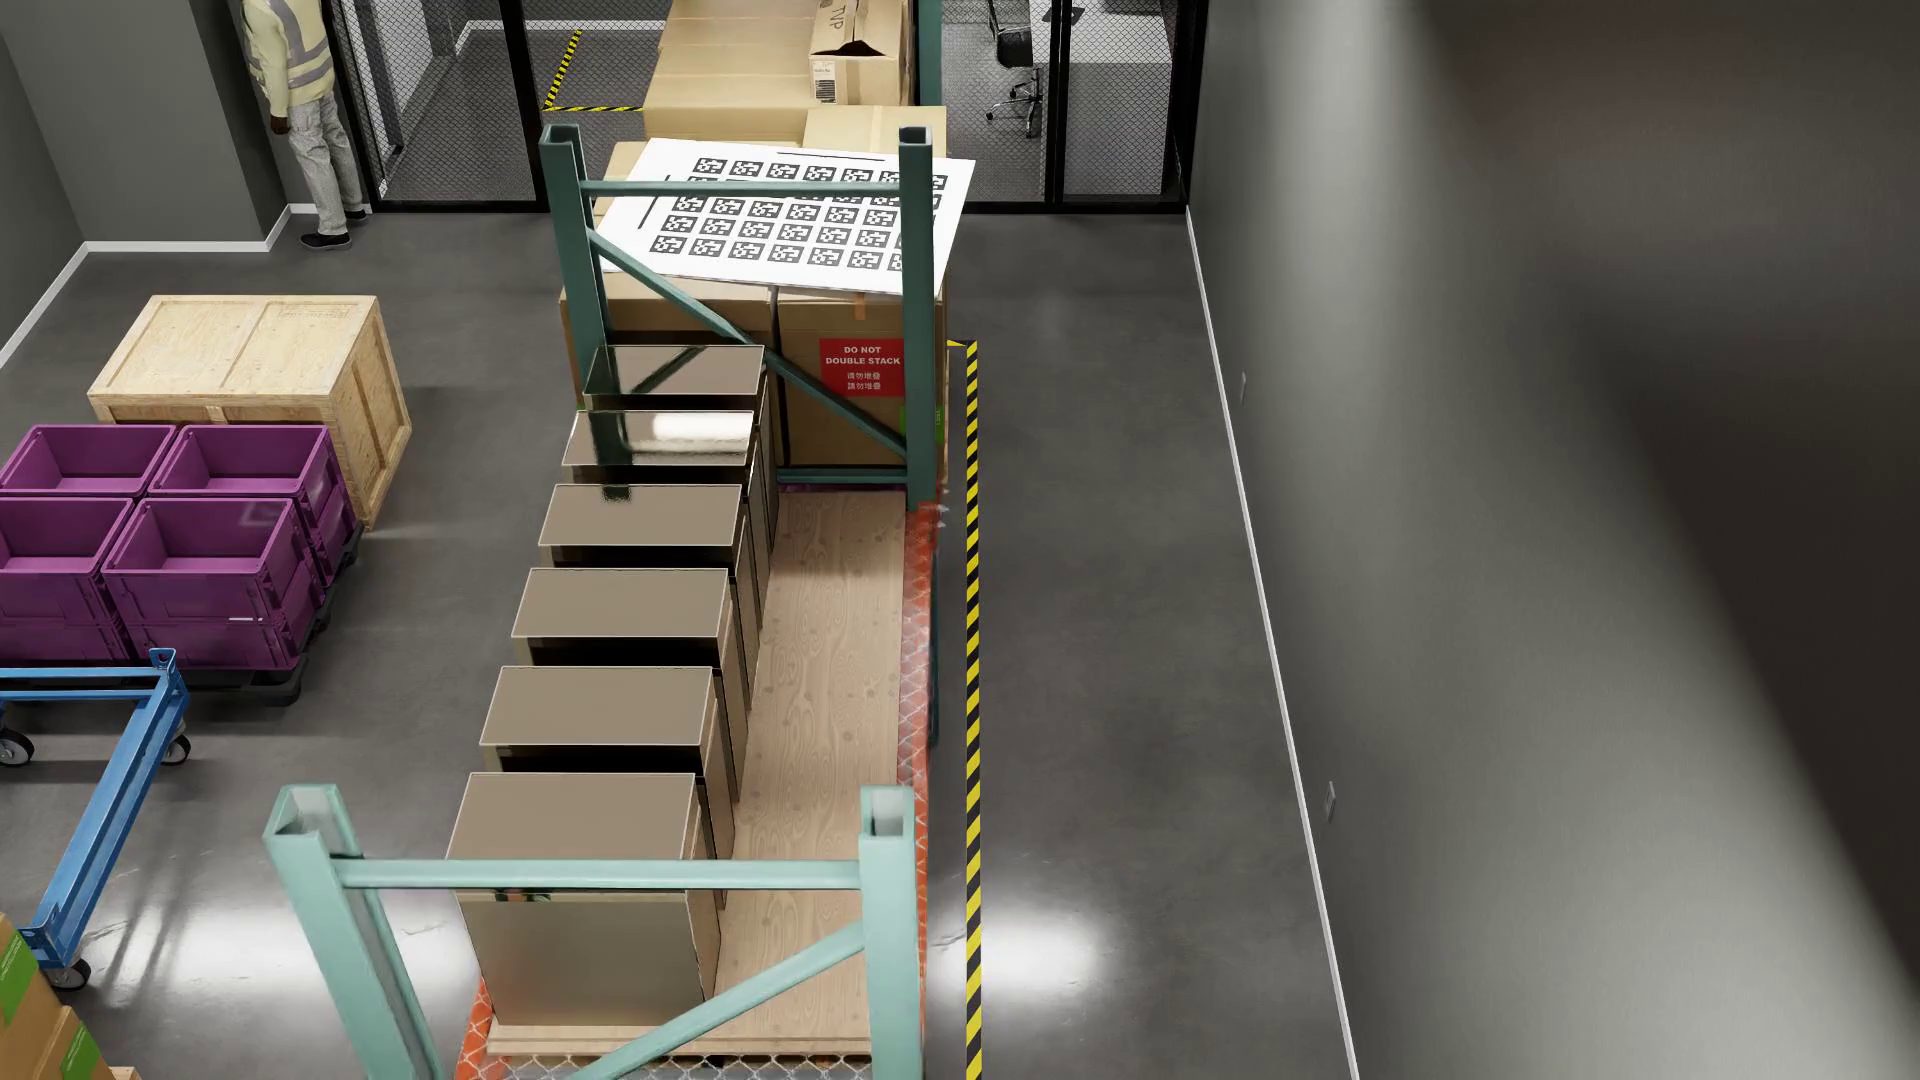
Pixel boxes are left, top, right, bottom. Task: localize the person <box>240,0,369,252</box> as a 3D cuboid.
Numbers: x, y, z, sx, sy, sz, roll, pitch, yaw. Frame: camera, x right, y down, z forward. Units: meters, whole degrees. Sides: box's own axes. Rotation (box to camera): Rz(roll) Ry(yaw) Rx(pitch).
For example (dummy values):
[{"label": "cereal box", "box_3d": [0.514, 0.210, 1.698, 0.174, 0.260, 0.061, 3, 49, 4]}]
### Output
[{"label": "person", "box_3d": [-3.473, -2.393, 8.701, 0.404, 1.833, 0.593, 5, 41, 6]}]
